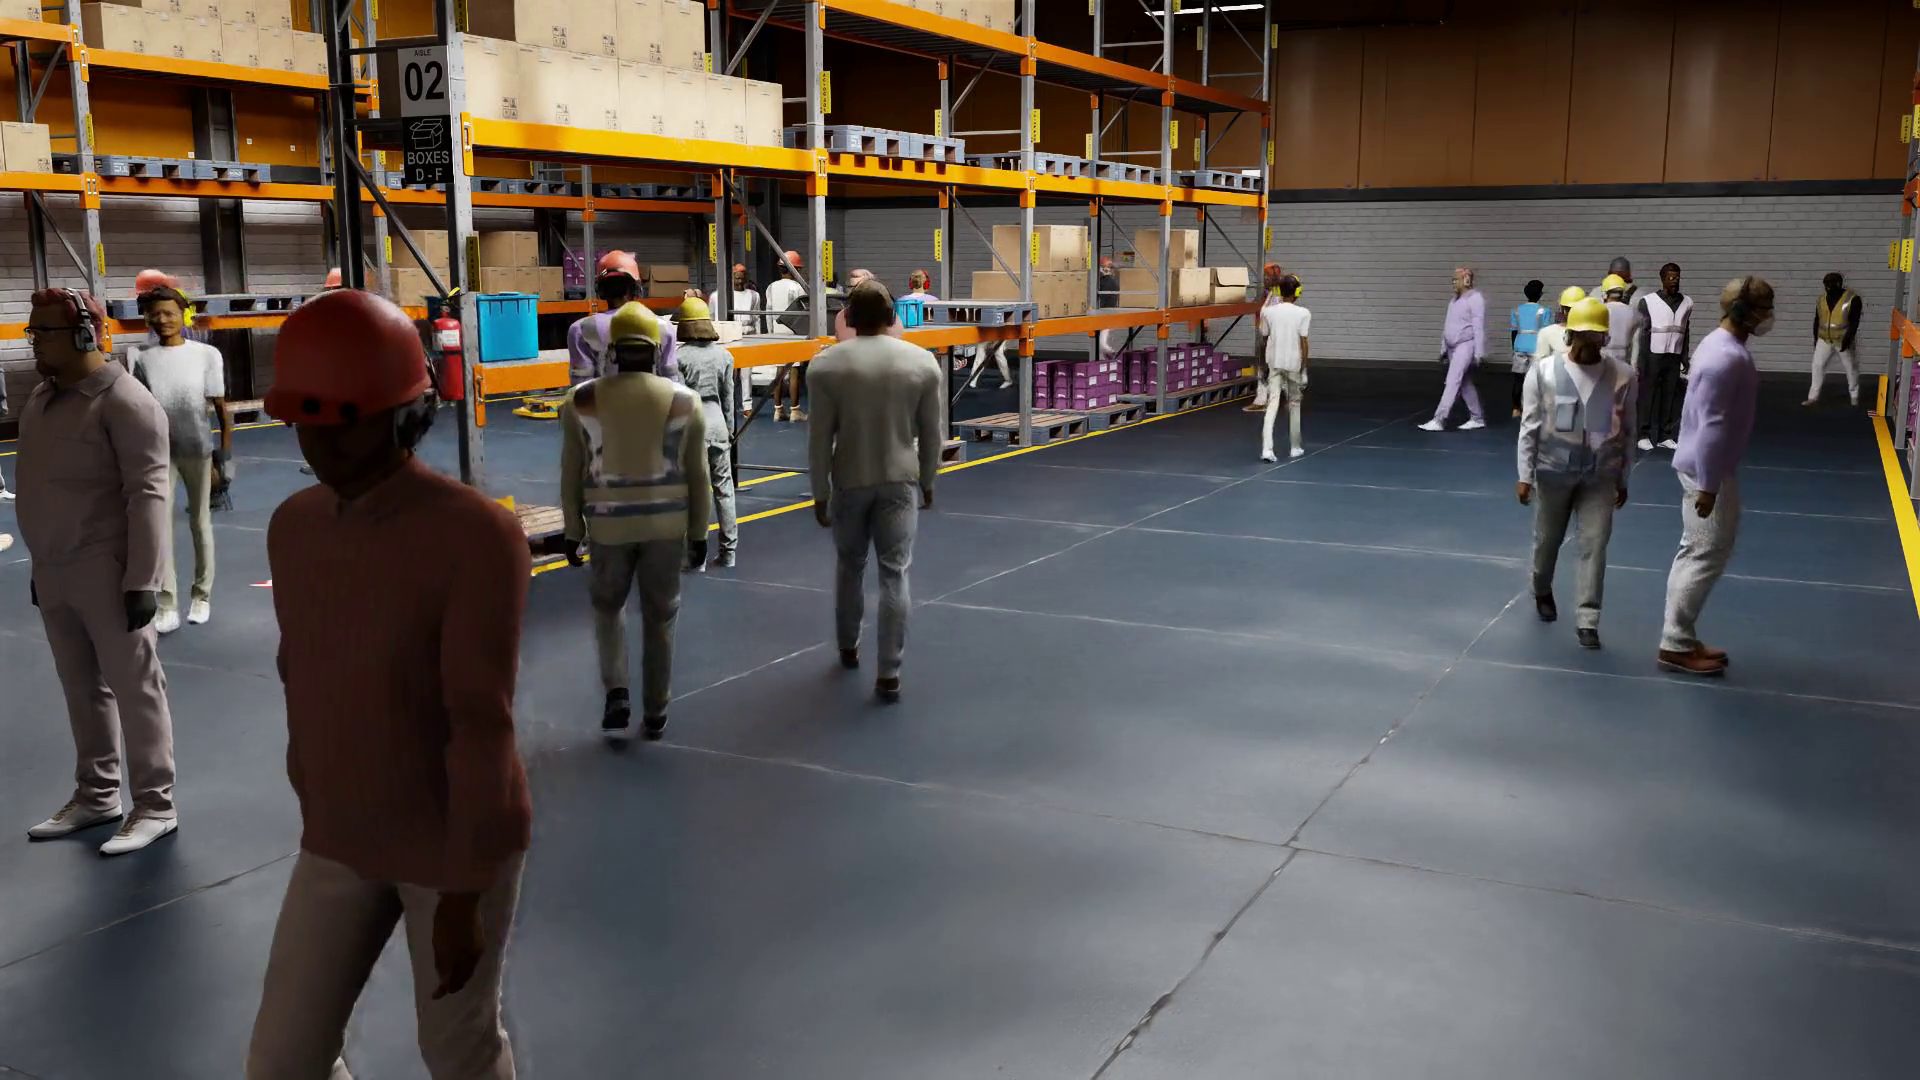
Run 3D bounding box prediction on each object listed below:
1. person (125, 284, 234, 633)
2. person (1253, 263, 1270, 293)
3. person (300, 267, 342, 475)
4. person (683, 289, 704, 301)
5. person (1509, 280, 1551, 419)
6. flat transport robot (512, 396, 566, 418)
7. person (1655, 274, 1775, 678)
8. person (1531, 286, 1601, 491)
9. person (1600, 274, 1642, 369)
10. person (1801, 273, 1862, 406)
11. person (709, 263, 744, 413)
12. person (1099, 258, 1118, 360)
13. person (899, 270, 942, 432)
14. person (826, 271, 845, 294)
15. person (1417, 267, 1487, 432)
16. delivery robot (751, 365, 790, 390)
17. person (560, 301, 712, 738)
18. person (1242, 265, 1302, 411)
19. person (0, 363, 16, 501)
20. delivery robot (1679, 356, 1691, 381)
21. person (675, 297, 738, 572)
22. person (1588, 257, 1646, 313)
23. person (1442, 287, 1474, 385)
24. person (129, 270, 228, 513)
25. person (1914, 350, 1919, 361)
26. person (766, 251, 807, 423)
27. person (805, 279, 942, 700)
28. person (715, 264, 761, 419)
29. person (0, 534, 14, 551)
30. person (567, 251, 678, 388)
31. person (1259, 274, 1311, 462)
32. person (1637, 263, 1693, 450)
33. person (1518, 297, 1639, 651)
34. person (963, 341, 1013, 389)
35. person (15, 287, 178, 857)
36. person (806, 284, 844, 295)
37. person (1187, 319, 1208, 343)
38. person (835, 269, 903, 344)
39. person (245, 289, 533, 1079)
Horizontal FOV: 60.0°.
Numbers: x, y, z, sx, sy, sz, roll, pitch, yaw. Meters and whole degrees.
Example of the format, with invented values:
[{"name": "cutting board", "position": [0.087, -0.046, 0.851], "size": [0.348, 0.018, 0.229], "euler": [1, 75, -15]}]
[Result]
[{"name": "person", "position": [-4.178, -0.421, 8.861], "size": [0.555, 1.846, 0.767], "euler": [-2, 10, -14]}, {"name": "person", "position": [4.771, -3.367, 25.861], "size": [0.908, 1.869, 0.548], "euler": [0, 10, 2]}, {"name": "person", "position": [-5.514, -1.524, 15.127], "size": [0.974, 1.900, 0.544], "euler": [-2, 10, -14]}, {"name": "person", "position": [-2.855, -1.898, 18.022], "size": [0.307, 1.639, 0.525], "euler": [-7, 12, -36]}, {"name": "person", "position": [6.918, -2.297, 20.164], "size": [0.320, 1.697, 0.532], "euler": [-9, 13, -42]}, {"name": "flat transport robot", "position": [-4.768, -1.679, 20.714], "size": [1.431, 0.197, 0.652], "euler": [-8, 12, -37]}, {"name": "person", "position": [3.640, -0.310, 8.012], "size": [0.391, 1.925, 0.642], "euler": [4, 11, 23]}, {"name": "person", "position": [4.971, -1.200, 13.639], "size": [0.533, 1.751, 0.406], "euler": [0, 10, -2]}, {"name": "person", "position": [6.492, -1.740, 16.602], "size": [0.598, 1.812, 0.519], "euler": [-2, 10, -10]}, {"name": "person", "position": [11.623, -2.645, 22.017], "size": [0.897, 1.778, 0.655], "euler": [-7, 12, -36]}, {"name": "person", "position": [-2.964, -2.612, 21.386], "size": [0.615, 1.917, 0.911], "euler": [-5, 11, -25]}, {"name": "person", "position": [2.383, -3.450, 26.127], "size": [0.748, 1.946, 0.666], "euler": [4, 11, 23]}, {"name": "person", "position": [-0.469, -2.088, 18.573], "size": [0.564, 1.837, 0.389], "euler": [5, 11, 29]}, {"name": "person", "position": [-1.724, -2.696, 22.225], "size": [0.650, 1.782, 0.983], "euler": [4, 11, 23]}, {"name": "person", "position": [5.644, -2.157, 18.897], "size": [0.908, 1.860, 0.668], "euler": [-1, 10, -8]}, {"name": "delivery robot", "position": [-2.694, -2.315, 23.301], "size": [0.707, 0.478, 0.477], "euler": [2, 10, 13]}, {"name": "person", "position": [-1.332, -0.068, 6.893], "size": [0.616, 1.822, 0.421], "euler": [-1, 10, -8]}, {"name": "person", "position": [3.981, -2.546, 21.110], "size": [0.694, 1.872, 0.586], "euler": [1, 10, 5]}, {"name": "person", "position": [-8.003, -1.121, 13.531], "size": [0.501, 1.636, 0.280], "euler": [0, 10, 0]}, {"name": "delivery robot", "position": [10.289, -2.361, 23.569], "size": [0.477, 0.478, 0.707], "euler": [-2, 10, -10]}, {"name": "person", "position": [-1.662, -0.670, 10.619], "size": [0.489, 1.741, 0.322], "euler": [-8, 13, -40]}, {"name": "person", "position": [7.724, -2.376, 19.630], "size": [0.678, 2.000, 1.031], "euler": [0, 10, 1]}, {"name": "person", "position": [7.650, -3.151, 25.345], "size": [0.513, 1.605, 0.668], "euler": [9, 13, 43]}, {"name": "person", "position": [-6.129, -1.101, 12.695], "size": [0.979, 1.885, 0.574], "euler": [-7, 12, -35]}, {"name": "person", "position": [13.985, -2.925, 23.989], "size": [0.502, 1.633, 0.280], "euler": [7, 12, 35]}, {"name": "person", "position": [-2.031, -2.426, 19.909], "size": [0.611, 2.042, 0.394], "euler": [8, 12, 37]}, {"name": "person", "position": [-0.401, -0.261, 7.796], "size": [0.632, 1.890, 0.999], "euler": [-1, 10, -4]}, {"name": "person", "position": [-2.694, -2.402, 20.234], "size": [0.573, 1.883, 0.354], "euler": [-4, 10, -20]}, {"name": "person", "position": [-6.512, -0.705, 10.691], "size": [0.639, 1.790, 0.936], "euler": [4, 10, 20]}, {"name": "person", "position": [-1.882, -0.588, 9.303], "size": [0.611, 2.031, 0.405], "euler": [-4, 11, -23]}, {"name": "person", "position": [3.154, -1.676, 16.226], "size": [0.538, 1.827, 0.967], "euler": [5, 11, 27]}, {"name": "person", "position": [7.256, -1.890, 17.171], "size": [0.596, 1.918, 0.386], "euler": [-2, 10, -13]}, {"name": "person", "position": [3.247, -0.378, 8.784], "size": [0.598, 1.807, 0.837], "euler": [2, 10, 14]}, {"name": "person", "position": [0.424, -3.023, 24.660], "size": [0.878, 1.591, 0.543], "euler": [-6, 12, -33]}, {"name": "person", "position": [-2.958, 0.107, 5.643], "size": [0.646, 1.908, 0.408], "euler": [5, 11, 28]}, {"name": "person", "position": [-1.982, -3.123, 24.275], "size": [0.588, 1.930, 0.363], "euler": [-1, 10, -4]}, {"name": "person", "position": [3.685, -3.215, 25.495], "size": [0.468, 1.680, 0.545], "euler": [-1, 10, -7]}, {"name": "person", "position": [-0.754, -1.171, 13.082], "size": [0.649, 1.900, 0.395], "euler": [7, 12, 35]}, {"name": "person", "position": [-1.021, 0.552, 2.920], "size": [0.607, 1.961, 0.577], "euler": [4, 11, 23]}]
